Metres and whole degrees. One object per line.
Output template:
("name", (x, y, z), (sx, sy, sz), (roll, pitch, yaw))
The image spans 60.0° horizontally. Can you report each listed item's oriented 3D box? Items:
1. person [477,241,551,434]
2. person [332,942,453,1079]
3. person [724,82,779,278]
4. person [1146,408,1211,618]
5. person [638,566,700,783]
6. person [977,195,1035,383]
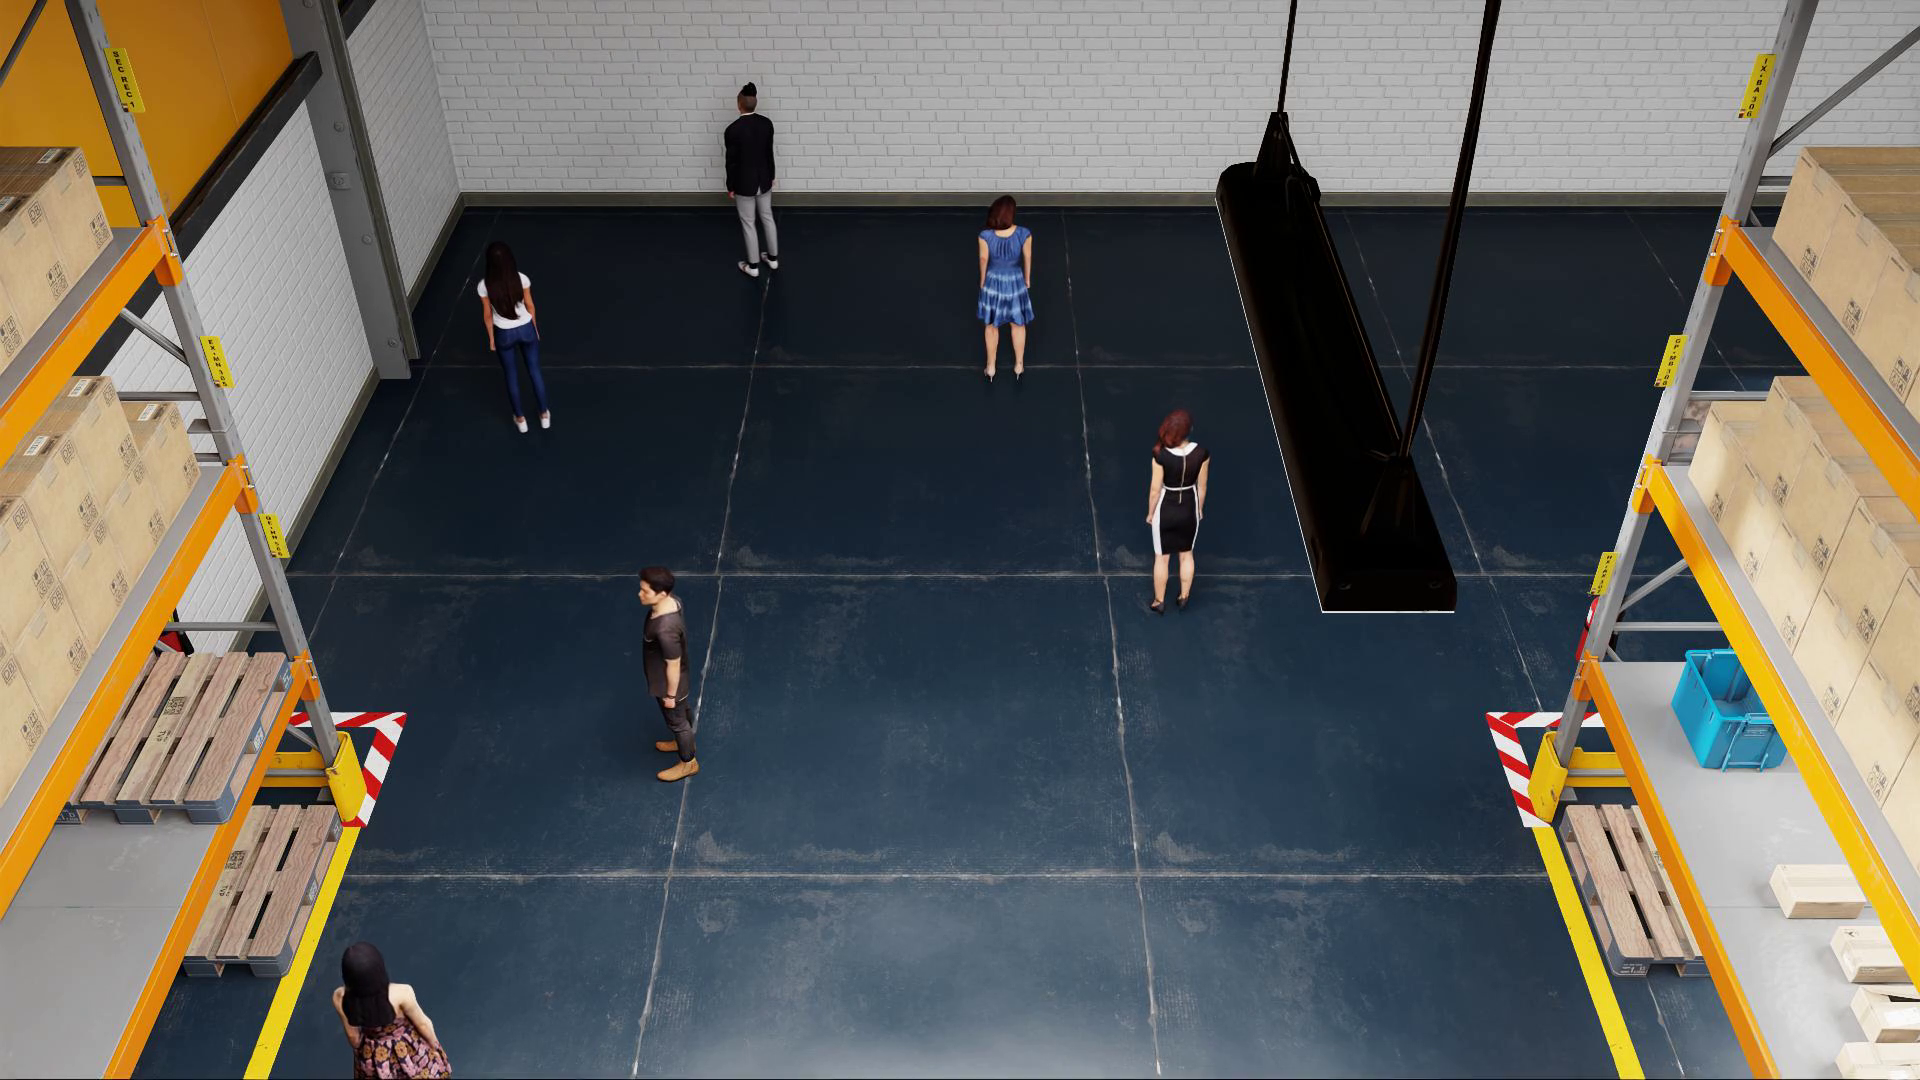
("person", (-3.756, -1.714, 14.053), (0.644, 1.770, 0.620), (-12, 40, -14))
("person", (-2.905, 2.658, 8.576), (0.676, 1.774, 0.679), (-3, 39, -4))
("person", (-2.008, -3.510, 16.156), (0.783, 1.951, 0.820), (-28, 46, -30))
("person", (1.570, -0.178, 12.109), (0.598, 1.796, 0.525), (-4, 39, -5))
("person", (-1.901, 0.853, 10.880), (0.719, 1.719, 0.539), (-6, 39, -7))
("person", (0.394, -2.205, 14.637), (0.674, 1.808, 0.572), (-2, 39, -3))
